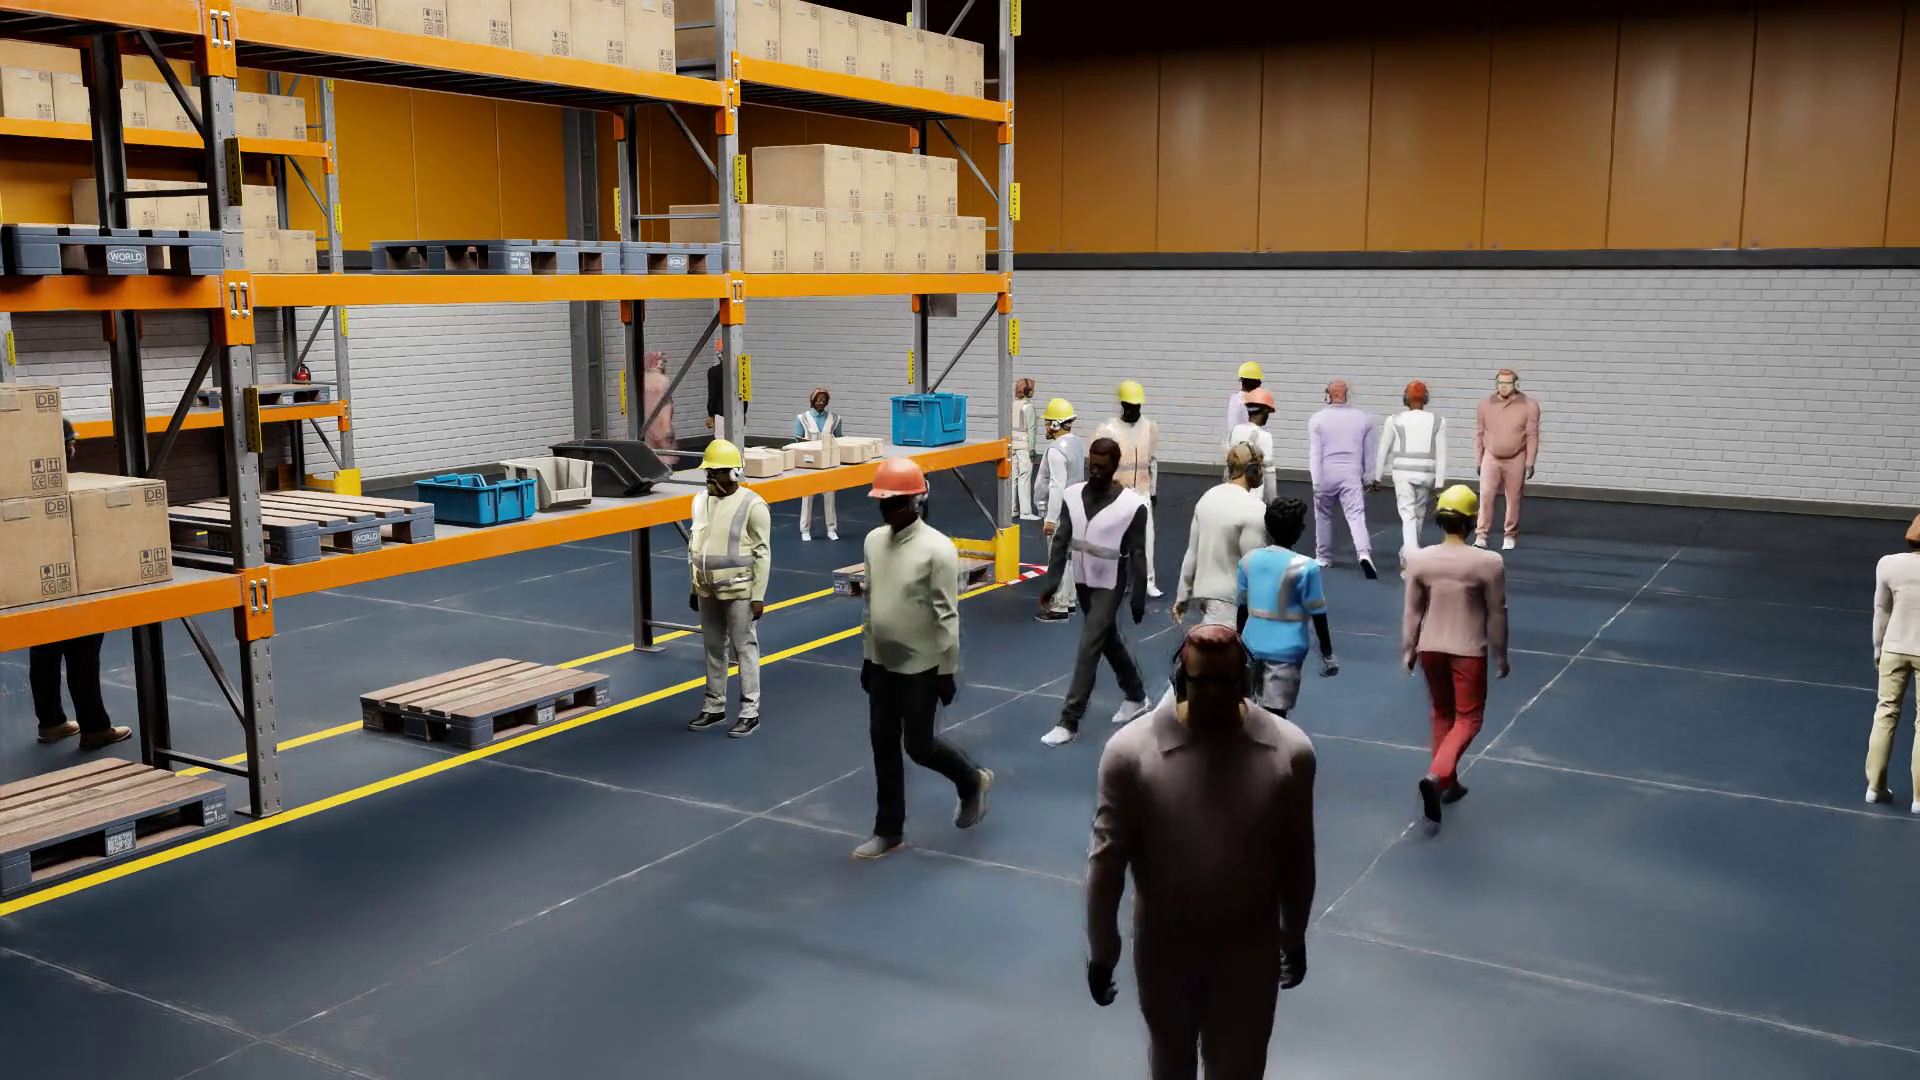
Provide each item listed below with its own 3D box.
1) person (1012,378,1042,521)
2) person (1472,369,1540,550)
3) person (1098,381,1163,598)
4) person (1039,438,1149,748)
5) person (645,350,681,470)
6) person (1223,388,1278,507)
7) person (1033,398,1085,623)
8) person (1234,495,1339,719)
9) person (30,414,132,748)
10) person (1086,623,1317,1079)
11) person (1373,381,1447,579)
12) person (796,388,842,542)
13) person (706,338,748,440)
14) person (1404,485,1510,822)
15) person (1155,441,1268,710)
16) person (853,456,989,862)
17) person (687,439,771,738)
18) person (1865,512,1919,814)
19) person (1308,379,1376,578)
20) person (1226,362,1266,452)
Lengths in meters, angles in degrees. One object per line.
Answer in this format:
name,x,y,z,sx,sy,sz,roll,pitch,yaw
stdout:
person,0.731,-1.047,19.198,0.314,1.641,0.515,-4,10,-23
person,5.514,-0.786,16.876,0.647,1.870,0.925,4,10,26
person,1.520,-0.432,14.538,0.625,1.896,0.813,-3,10,-19
person,0.879,0.287,10.218,1.054,1.862,0.598,-8,12,-42
person,-3.733,-1.408,20.674,0.426,1.890,0.675,-8,12,-42
person,2.484,-0.362,14.228,0.979,1.874,0.547,-3,10,-17
person,0.804,-0.241,13.574,0.404,1.832,0.600,3,10,19
person,1.765,0.596,8.873,0.777,1.669,0.552,-6,11,-33
person,-5.366,0.225,10.018,0.682,2.000,0.537,4,10,22
person,0.706,1.146,4.867,0.661,1.854,1.020,1,9,7
person,4.236,-0.572,15.654,0.602,1.825,1.032,0,9,3
person,-1.490,-0.797,17.676,0.516,1.634,0.311,-3,9,-15
person,-3.098,-1.682,22.057,0.625,1.992,0.388,-8,12,-41
person,2.551,0.584,8.696,0.536,1.742,0.725,8,12,39
person,1.486,0.355,9.774,1.080,1.881,0.647,-3,10,-19
person,-0.206,0.564,8.117,0.672,1.978,0.624,-9,13,-44
person,-1.446,0.293,10.237,0.599,1.832,0.404,5,11,31
person,5.069,0.628,8.789,0.271,1.627,0.496,-7,12,-38
person,3.614,-0.587,15.727,0.653,1.850,1.036,0,9,-1
person,2.989,-0.902,17.407,0.384,1.925,0.593,-1,9,-9
